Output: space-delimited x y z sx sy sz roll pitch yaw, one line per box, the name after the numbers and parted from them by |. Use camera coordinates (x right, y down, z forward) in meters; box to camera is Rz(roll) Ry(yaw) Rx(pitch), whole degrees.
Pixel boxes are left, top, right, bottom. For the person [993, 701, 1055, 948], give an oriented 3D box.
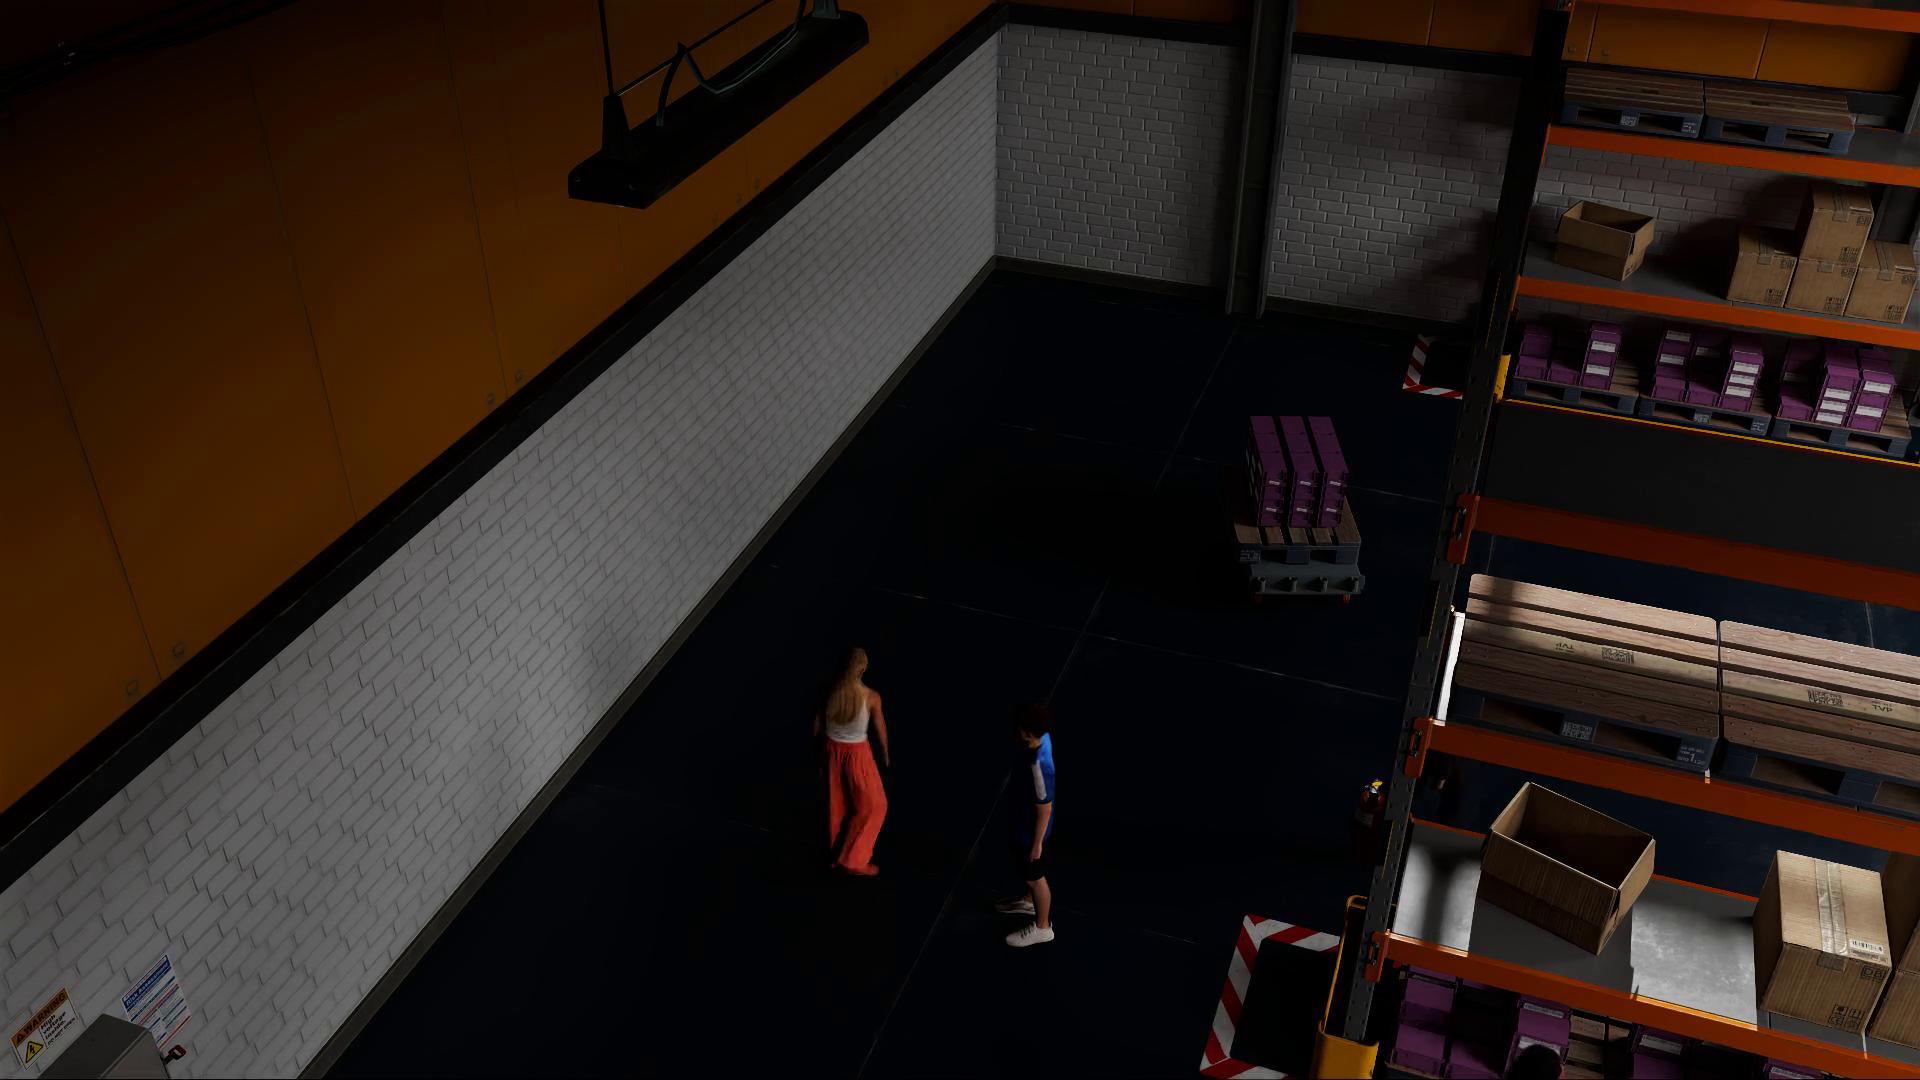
0.442 1.731 10.289 0.756 1.867 0.754 -6 34 -9 | person

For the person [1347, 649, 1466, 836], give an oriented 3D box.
3.032 1.381 10.841 1.252 1.839 1.064 -7 34 -11 | person

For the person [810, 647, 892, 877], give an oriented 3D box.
-0.716 1.453 10.775 0.602 1.791 0.762 0 34 -1 | person

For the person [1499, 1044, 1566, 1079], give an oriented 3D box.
2.633 3.112 8.342 0.686 1.722 0.665 9 35 14 | person
